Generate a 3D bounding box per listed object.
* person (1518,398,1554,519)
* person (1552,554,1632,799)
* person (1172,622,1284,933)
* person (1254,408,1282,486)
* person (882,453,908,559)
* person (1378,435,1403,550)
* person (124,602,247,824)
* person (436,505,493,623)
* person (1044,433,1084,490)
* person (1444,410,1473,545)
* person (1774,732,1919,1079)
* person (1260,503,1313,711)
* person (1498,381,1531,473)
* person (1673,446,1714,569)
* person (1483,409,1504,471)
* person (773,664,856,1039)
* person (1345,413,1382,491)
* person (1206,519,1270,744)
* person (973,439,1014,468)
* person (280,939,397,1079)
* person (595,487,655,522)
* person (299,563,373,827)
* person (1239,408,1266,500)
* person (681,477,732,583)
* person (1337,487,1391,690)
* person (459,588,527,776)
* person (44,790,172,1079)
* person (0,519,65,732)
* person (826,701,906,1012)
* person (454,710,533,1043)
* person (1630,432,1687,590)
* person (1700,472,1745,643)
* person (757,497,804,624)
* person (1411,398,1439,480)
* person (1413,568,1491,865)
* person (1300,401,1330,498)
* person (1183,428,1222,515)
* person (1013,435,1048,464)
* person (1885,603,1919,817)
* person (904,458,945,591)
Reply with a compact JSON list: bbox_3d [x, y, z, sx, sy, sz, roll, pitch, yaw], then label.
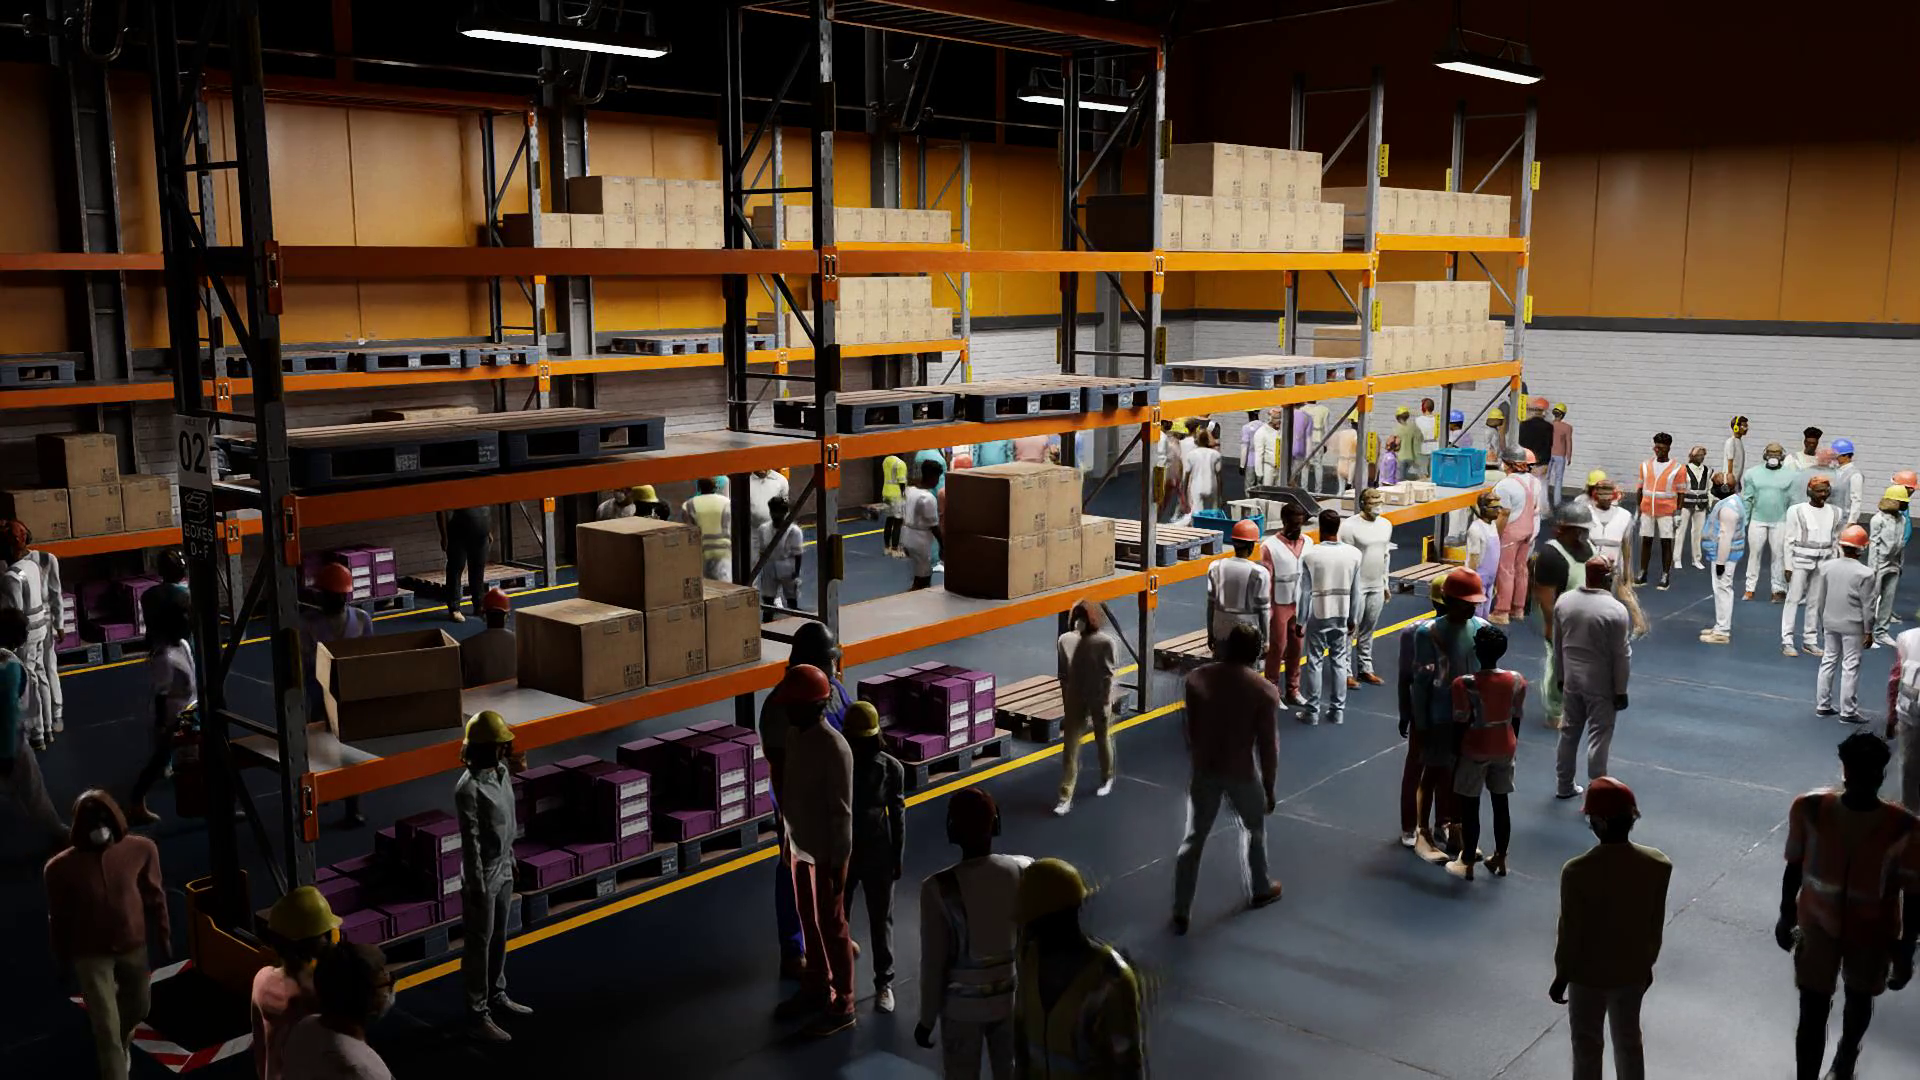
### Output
[{"bbox_3d":[8.982,-1.249,26.057,0.619,1.946,1.039,9,13,43],"label":"person"},{"bbox_3d":[4.742,1.047,12.438,0.409,1.907,0.650,-6,11,-30],"label":"person"},{"bbox_3d":[1.657,1.445,10.253,0.653,1.867,0.918,6,11,30],"label":"person"},{"bbox_3d":[4.686,-1.036,24.919,0.652,1.897,0.399,-7,12,-35],"label":"person"},{"bbox_3d":[-0.885,-0.584,22.834,0.320,1.687,0.539,-5,11,-29],"label":"person"},{"bbox_3d":[6.079,-0.674,23.533,0.313,1.631,0.526,1,10,9],"label":"person"},{"bbox_3d":[-5.654,1.254,11.961,0.864,1.652,0.536,-3,10,-16],"label":"person"},{"bbox_3d":[-5.570,-0.096,18.861,0.536,2.000,0.688,8,12,40],"label":"person"},{"bbox_3d":[1.550,-0.945,24.087,1.026,2.003,0.614,-8,12,-39],"label":"person"},{"bbox_3d":[7.146,-0.910,24.000,0.408,1.942,0.615,9,13,41],"label":"person"},{"bbox_3d":[4.168,1.821,7.815,0.621,1.902,1.045,6,11,33],"label":"person"},{"bbox_3d":[2.960,0.597,15.127,0.603,1.906,0.399,-6,11,-32],"label":"person"},{"bbox_3d":[9.569,-1.722,28.568,0.677,2.000,0.536,-5,11,-29],"label":"person"},{"bbox_3d":[9.706,-0.429,22.030,0.521,1.643,0.306,0,10,1],"label":"person"},{"bbox_3d":[8.459,-1.215,26.421,0.306,1.745,0.483,7,12,36],"label":"person"},{"bbox_3d":[-0.779,1.620,8.788,0.409,1.986,0.621,-6,11,-32],"label":"person"},{"bbox_3d":[5.806,-0.905,24.023,0.585,1.928,0.378,-6,11,-31],"label":"person"},{"bbox_3d":[2.340,0.782,13.967,0.552,1.925,0.386,5,11,29],"label":"person"},{"bbox_3d":[0.472,-0.962,24.190,0.609,1.986,0.390,2,10,9],"label":"person"},{"bbox_3d":[-1.903,2.207,5.466,0.795,1.909,0.652,-8,13,-40],"label":"person"},{"bbox_3d":[-3.345,0.283,16.595,0.686,2.000,0.537,2,10,9],"label":"person"},{"bbox_3d":[-4.515,1.101,12.051,0.572,1.923,0.604,-6,11,-33],"label":"person"},{"bbox_3d":[4.572,-1.217,25.937,0.591,1.915,0.400,-7,12,-38],"label":"person"},{"bbox_3d":[-2.704,0.163,18.050,0.625,1.812,0.908,-2,10,-10],"label":"person"},{"bbox_3d":[3.869,0.450,15.902,0.627,1.941,0.374,-5,11,-29],"label":"person"},{"bbox_3d":[-3.307,1.210,11.949,0.568,1.744,0.353,-3,10,-16],"label":"person"},{"bbox_3d":[-4.069,1.945,7.956,0.507,1.605,0.714,-8,12,-38],"label":"person"},{"bbox_3d":[-8.043,0.745,14.330,0.585,1.878,0.363,-4,10,-20],"label":"person"},{"bbox_3d":[-0.536,1.711,8.994,0.487,1.738,0.320,0,10,-1],"label":"person"},{"bbox_3d":[-2.456,1.745,8.753,0.296,1.745,0.485,1,10,8],"label":"person"},{"bbox_3d":[8.684,-0.364,20.679,0.602,1.966,0.368,9,13,44],"label":"person"},{"bbox_3d":[8.160,0.184,17.822,0.430,1.837,0.629,4,11,25],"label":"person"},{"bbox_3d":[-1.878,0.367,17.240,0.539,1.638,0.905,3,10,15],"label":"person"},{"bbox_3d":[7.639,-1.399,27.205,0.566,1.850,0.389,-4,10,-23],"label":"person"},{"bbox_3d":[3.341,1.185,11.238,0.606,2.036,0.406,-4,10,-20],"label":"person"},{"bbox_3d":[6.046,-1.667,28.595,0.591,1.922,0.392,-1,10,-5],"label":"person"},{"bbox_3d":[3.328,-0.617,22.689,0.526,1.808,0.848,-1,10,-6],"label":"person"},{"bbox_3d":[1.031,-0.952,24.465,0.651,1.882,0.698,-2,10,-9],"label":"person"},{"bbox_3d":[6.723,1.247,11.537,0.438,1.816,0.621,-7,12,-37],"label":"person"},{"bbox_3d":[-0.345,0.041,18.397,0.691,1.921,0.667,-4,10,-21],"label":"person"}]
